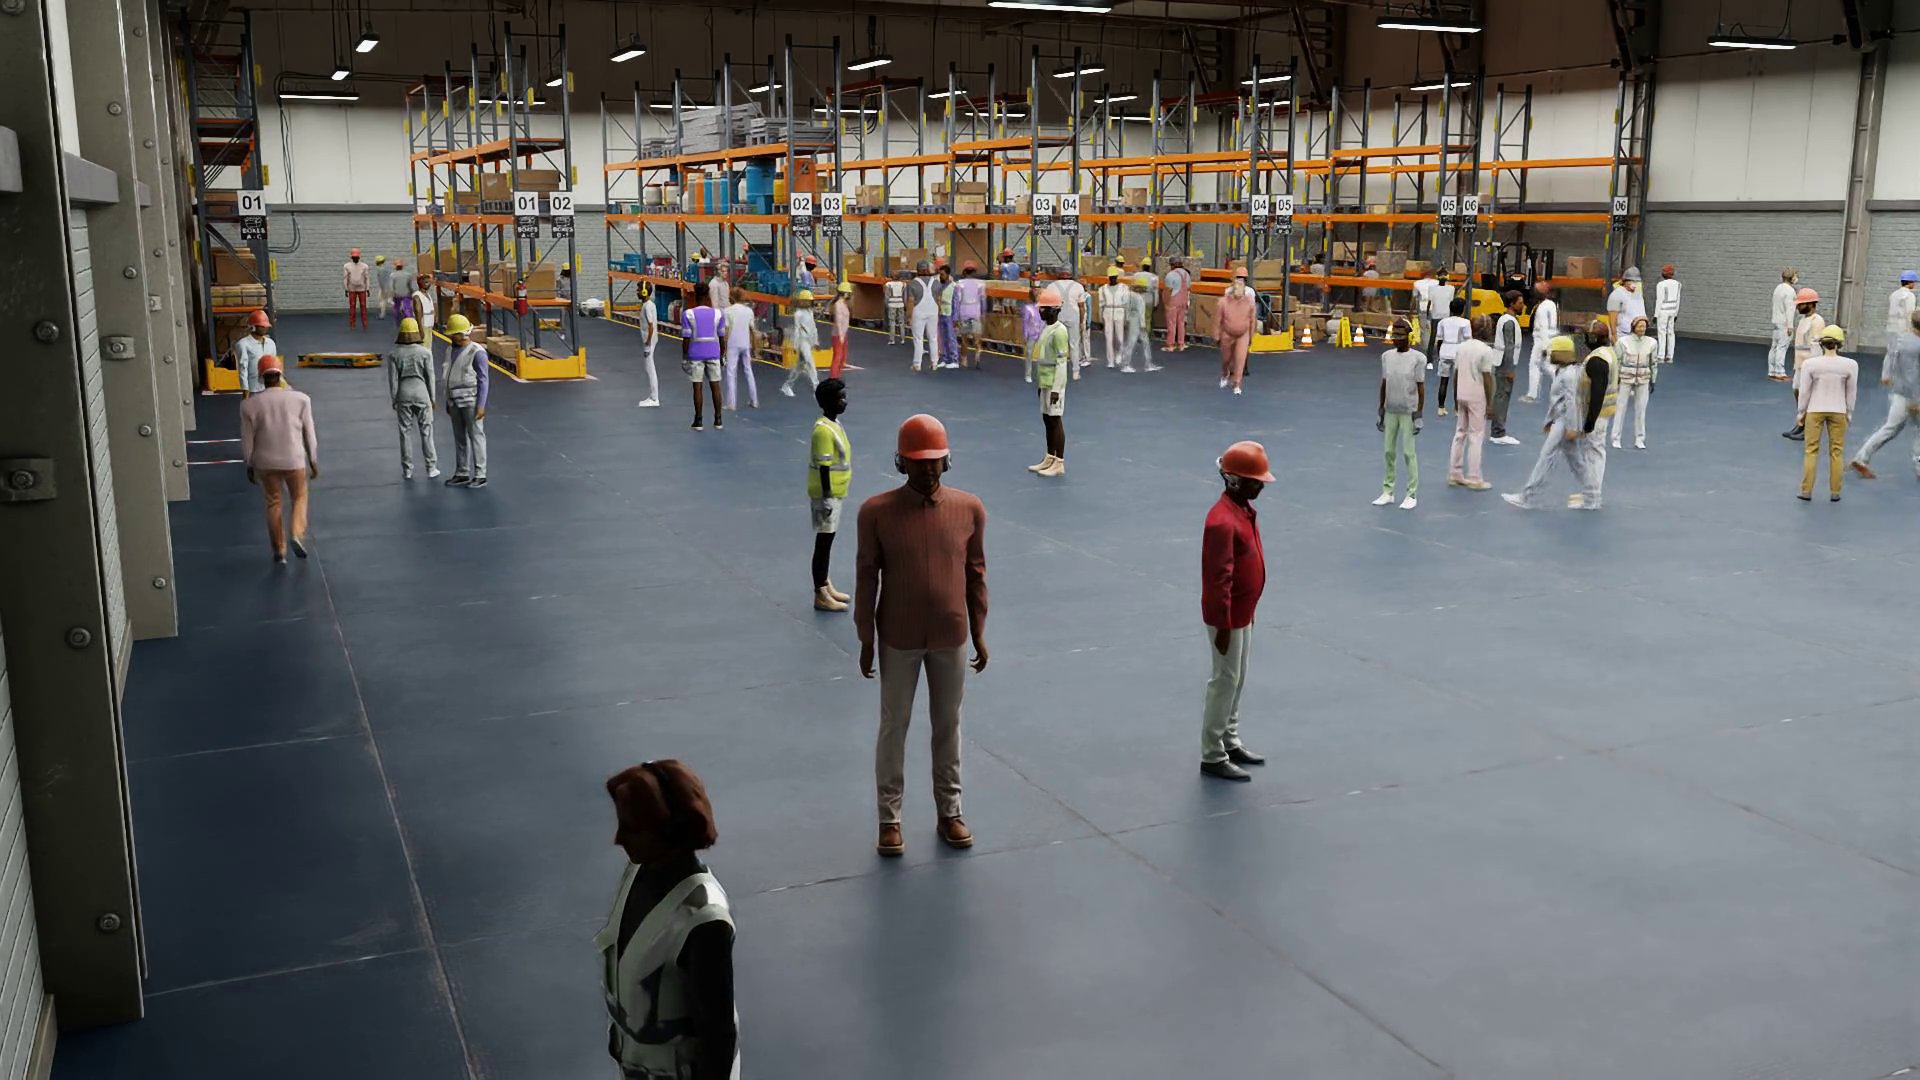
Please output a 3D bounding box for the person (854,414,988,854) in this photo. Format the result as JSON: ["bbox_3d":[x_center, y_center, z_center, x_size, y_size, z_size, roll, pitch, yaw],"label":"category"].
[{"bbox_3d":[-0.165,0.422,7.499,0.622,1.993,0.384,-3,12,-16],"label":"person"}]

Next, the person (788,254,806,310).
[{"bbox_3d":[-3.888,-5.834,39.519,0.406,1.911,0.639,-11,15,-43],"label":"person"}]

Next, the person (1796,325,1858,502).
[{"bbox_3d":[8.667,-1.265,16.666,0.526,1.765,0.329,4,12,18],"label":"person"}]

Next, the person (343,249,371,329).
[{"bbox_3d":[-14.965,-6.219,41.281,0.629,1.994,0.399,-5,12,-23],"label":"person"}]

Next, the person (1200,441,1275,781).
[{"bbox_3d":[1.415,0.356,8.495,0.351,1.739,0.573,4,12,20],"label":"person"}]

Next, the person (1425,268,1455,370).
[{"bbox_3d":[8.861,-4.077,30.684,0.531,1.870,0.317,0,11,-2],"label":"person"}]

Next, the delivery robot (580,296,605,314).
[{"bbox_3d":[-10.236,-6.545,46.343,0.477,0.478,0.707,7,13,32],"label":"delivery robot"}]

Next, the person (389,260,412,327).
[{"bbox_3d":[-14.050,-6.194,41.861,0.562,1.711,0.895,-6,13,-28],"label":"person"}]

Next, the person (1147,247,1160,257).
[{"bbox_3d":[4.882,-6.449,42.342,0.419,2.034,0.604,-3,12,-17],"label":"person"}]

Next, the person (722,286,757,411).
[{"bbox_3d":[-3.242,-2.818,24.442,0.574,1.831,0.431,-9,14,-37],"label":"person"}]

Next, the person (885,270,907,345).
[{"bbox_3d":[-1.406,-5.085,36.401,0.523,1.637,0.310,-5,12,-23],"label":"person"}]

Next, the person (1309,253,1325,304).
[{"bbox_3d":[9.393,-6.629,43.794,0.540,1.825,1.004,-5,12,-23],"label":"person"}]

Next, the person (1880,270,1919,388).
[{"bbox_3d":[15.523,-3.468,27.428,0.413,1.939,0.615,0,11,1],"label":"person"}]

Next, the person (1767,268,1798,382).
[{"bbox_3d":[14.118,-3.681,28.500,0.373,1.940,0.630,1,11,3],"label":"person"}]

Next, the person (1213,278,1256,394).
[{"bbox_3d":[4.422,-3.306,26.835,0.665,1.857,0.902,1,11,6],"label":"person"}]

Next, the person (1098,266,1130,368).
[{"bbox_3d":[2.877,-4.172,31.078,0.598,1.894,0.629,2,11,8],"label":"person"}]

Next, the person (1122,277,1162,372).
[{"bbox_3d":[3.322,-3.889,30.134,0.826,1.709,0.487,2,11,10],"label":"person"}]

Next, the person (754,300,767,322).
[{"bbox_3d":[-5.309,-6.630,44.337,0.504,1.599,0.766,-4,12,-18],"label":"person"}]

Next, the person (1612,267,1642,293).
[{"bbox_3d":[13.160,-4.482,32.927,0.583,1.800,0.942,7,13,33],"label":"person"}]

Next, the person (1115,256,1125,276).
[{"bbox_3d":[4.148,-6.542,43.511,0.350,1.758,0.522,-6,12,-26],"label":"person"}]

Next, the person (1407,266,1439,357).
[{"bbox_3d":[9.297,-4.610,33.530,0.601,1.807,0.881,-3,12,-17],"label":"person"}]

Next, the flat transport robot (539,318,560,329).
[{"bbox_3d":[-10.228,-5.407,41.521,0.652,0.197,1.431,-2,11,-12],"label":"flat transport robot"}]

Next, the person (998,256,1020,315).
[{"bbox_3d":[1.274,-6.312,41.940,0.643,1.913,0.410,9,14,38],"label":"person"}]

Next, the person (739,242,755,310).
[{"bbox_3d":[-6.295,-7.857,49.500,0.611,2.031,0.410,3,11,14],"label":"person"}]

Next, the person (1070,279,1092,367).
[{"bbox_3d":[2.299,-4.090,31.345,0.310,1.636,0.522,-6,13,-30],"label":"person"}]

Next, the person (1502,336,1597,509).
[{"bbox_3d":[5.802,-1.128,16.149,0.914,1.692,0.510,3,11,14],"label":"person"}]

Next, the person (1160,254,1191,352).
[{"bbox_3d":[4.475,-4.957,34.721,0.687,2.000,0.535,-10,15,-43],"label":"person"}]

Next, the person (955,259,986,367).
[{"bbox_3d":[0.199,-4.196,30.916,0.616,2.025,0.818,-2,11,-10],"label":"person"}]

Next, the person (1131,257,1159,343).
[{"bbox_3d":[4.046,-5.217,36.366,0.620,1.908,0.420,3,11,13],"label":"person"}]

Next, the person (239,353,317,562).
[{"bbox_3d":[-5.599,-0.666,13.685,0.581,1.733,0.414,-4,12,-19],"label":"person"}]

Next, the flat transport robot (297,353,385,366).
[{"bbox_3d":[-11.690,-3.414,31.395,1.431,0.197,0.652,2,11,8],"label":"flat transport robot"}]

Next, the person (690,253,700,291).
[{"bbox_3d":[-7.433,-7.187,46.787,0.335,1.757,0.518,6,13,27],"label":"person"}]

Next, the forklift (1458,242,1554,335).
[{"bbox_3d":[13.047,-6.049,39.881,2.313,2.155,1.214,-5,12,-23],"label":"forklift"}]

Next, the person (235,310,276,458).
[{"bbox_3d":[-8.194,-1.815,19.516,0.350,1.743,0.564,5,12,24],"label":"person"}]

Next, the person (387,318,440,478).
[{"bbox_3d":[-5.966,-1.549,18.160,0.483,1.745,0.299,-2,11,-10],"label":"person"}]
